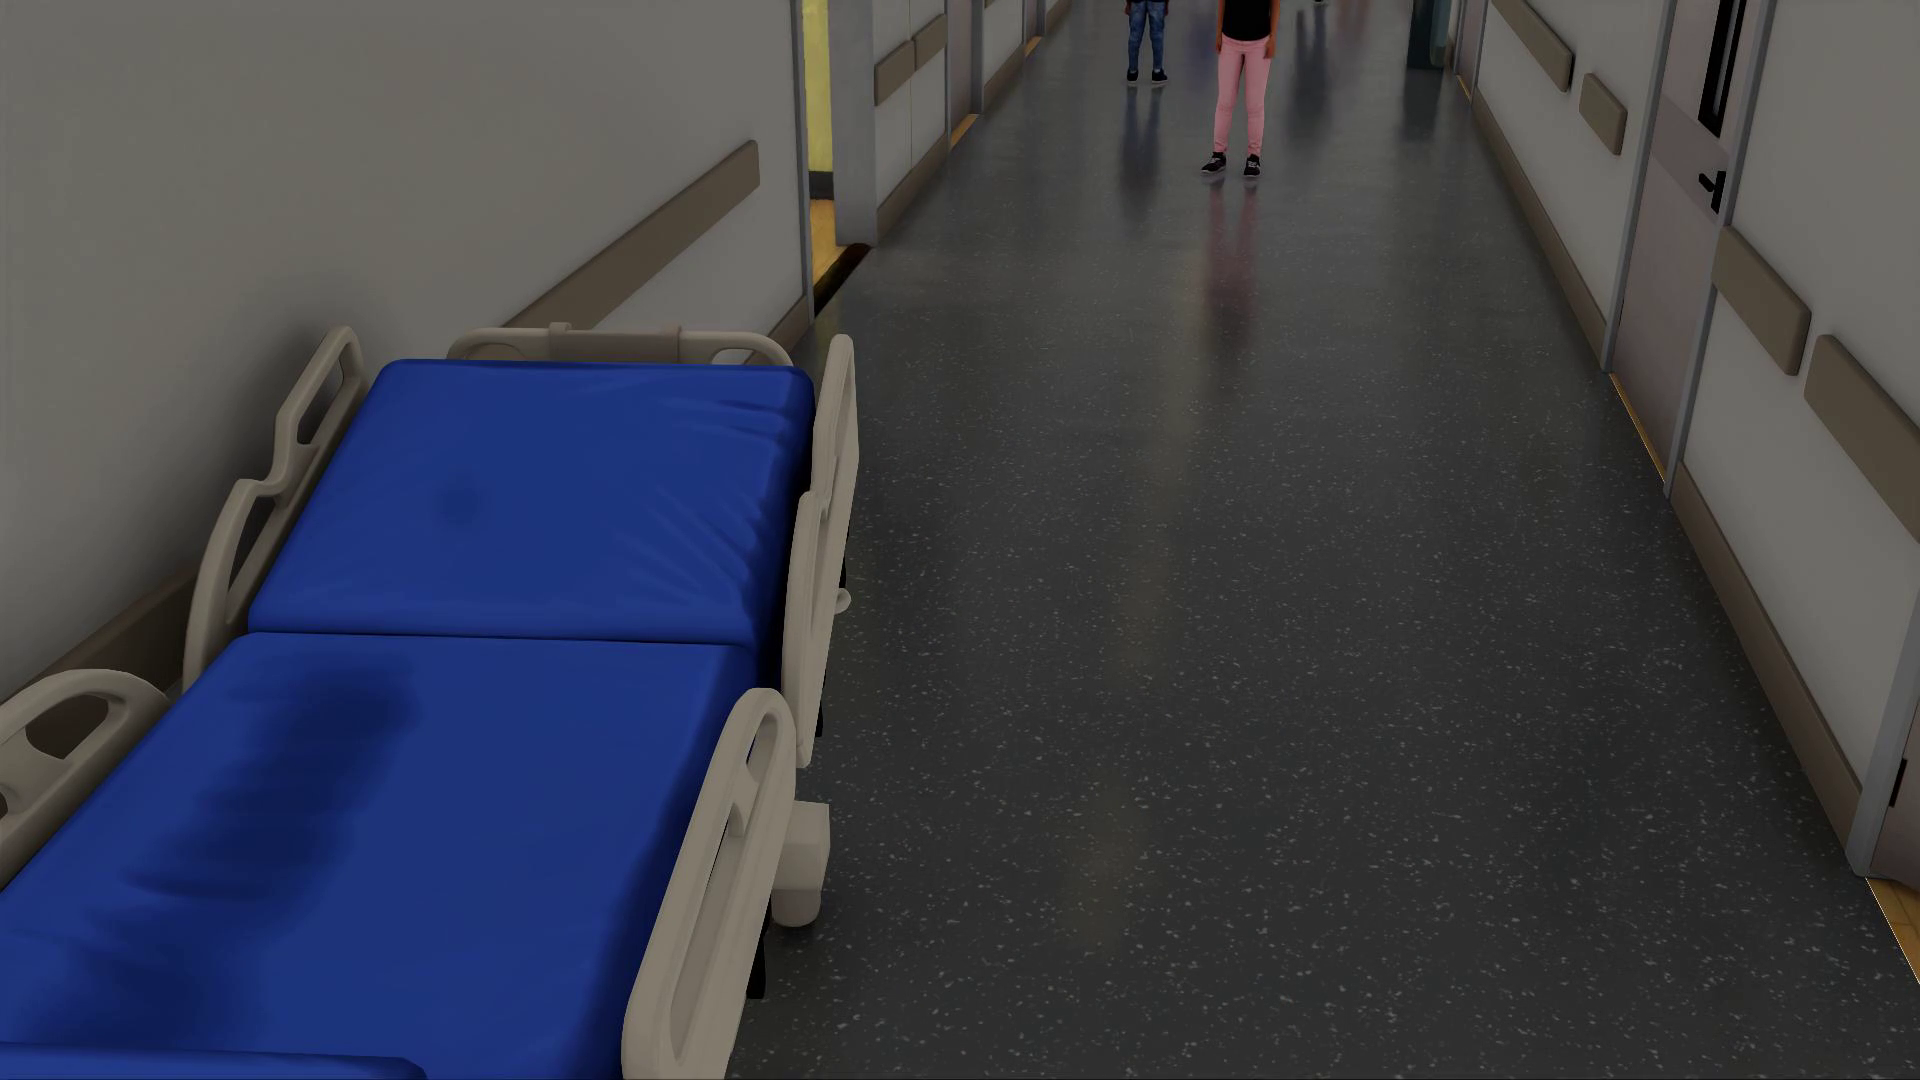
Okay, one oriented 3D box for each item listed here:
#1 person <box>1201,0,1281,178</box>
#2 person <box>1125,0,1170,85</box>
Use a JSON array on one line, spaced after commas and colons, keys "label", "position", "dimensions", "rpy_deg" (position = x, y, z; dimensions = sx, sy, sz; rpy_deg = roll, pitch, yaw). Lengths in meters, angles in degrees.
[{"label": "person", "position": [1.701, -2.958, 9.894], "dimensions": [0.499, 1.564, 0.635], "rpy_deg": [10, 28, 20]}, {"label": "person", "position": [1.432, -4.134, 12.687], "dimensions": [0.440, 1.256, 0.575], "rpy_deg": [6, 26, 13]}]
